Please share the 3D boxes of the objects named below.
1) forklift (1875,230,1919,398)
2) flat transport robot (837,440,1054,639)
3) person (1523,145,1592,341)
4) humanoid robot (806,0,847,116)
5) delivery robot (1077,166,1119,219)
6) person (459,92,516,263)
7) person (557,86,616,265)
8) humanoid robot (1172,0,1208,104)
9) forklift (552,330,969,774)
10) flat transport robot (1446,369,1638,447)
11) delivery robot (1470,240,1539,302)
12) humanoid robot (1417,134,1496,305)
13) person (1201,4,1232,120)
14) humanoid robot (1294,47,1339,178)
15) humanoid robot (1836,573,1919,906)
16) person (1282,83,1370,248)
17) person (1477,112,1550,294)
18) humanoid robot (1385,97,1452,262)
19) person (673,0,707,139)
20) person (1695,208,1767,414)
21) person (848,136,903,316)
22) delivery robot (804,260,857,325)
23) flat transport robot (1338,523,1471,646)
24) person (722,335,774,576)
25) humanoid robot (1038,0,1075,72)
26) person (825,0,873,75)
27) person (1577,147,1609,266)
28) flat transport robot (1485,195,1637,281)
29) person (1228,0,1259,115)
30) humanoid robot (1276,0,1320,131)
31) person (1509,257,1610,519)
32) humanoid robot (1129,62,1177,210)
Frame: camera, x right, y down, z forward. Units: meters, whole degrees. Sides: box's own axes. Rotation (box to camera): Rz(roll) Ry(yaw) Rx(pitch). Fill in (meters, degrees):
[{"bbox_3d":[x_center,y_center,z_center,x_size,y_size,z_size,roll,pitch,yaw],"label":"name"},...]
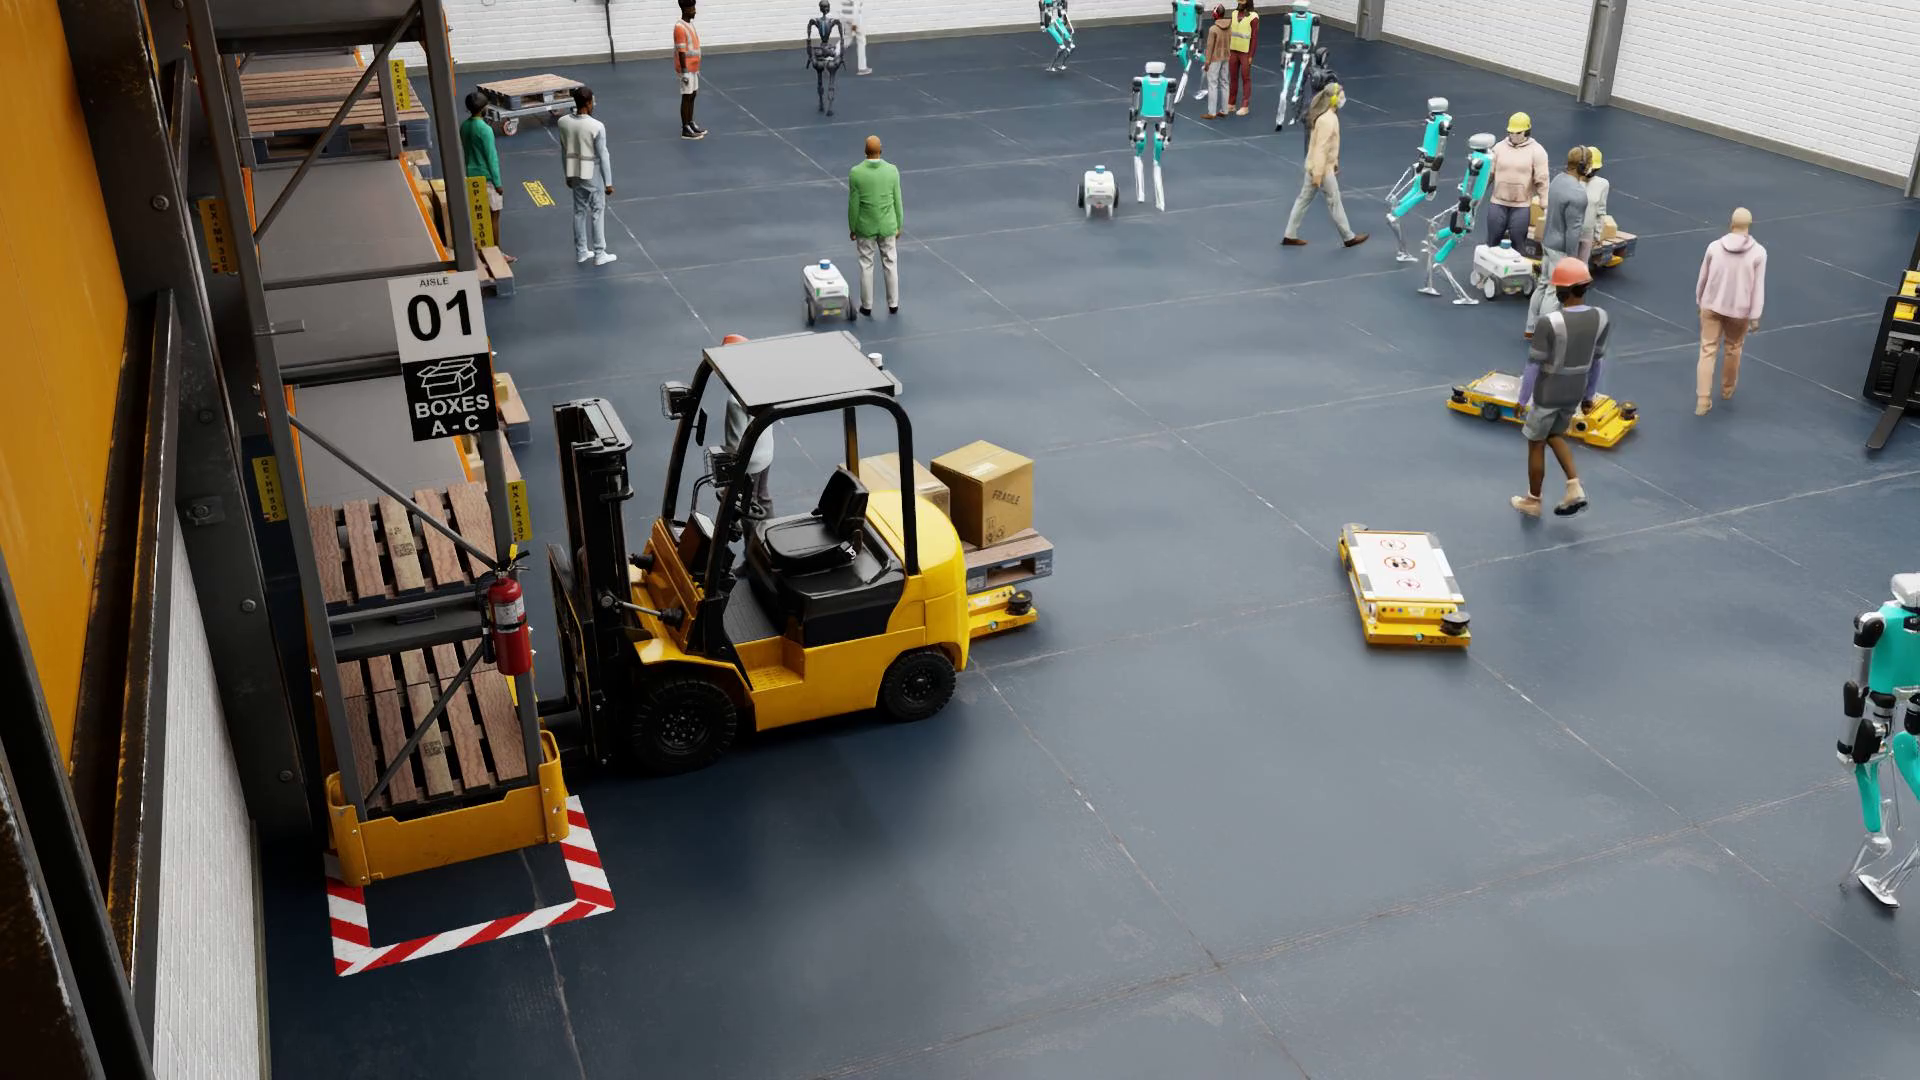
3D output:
[{"bbox_3d":[9.029,-2.397,14.618,1.214,2.155,2.313,18,32,32],"label":"forklift"},{"bbox_3d":[-0.110,0.257,11.476,0.659,0.231,1.431,-13,29,-24],"label":"flat transport robot"},{"bbox_3d":[5.619,-2.727,15.571,0.348,1.930,0.625,0,27,0],"label":"person"},{"bbox_3d":[-1.988,-7.197,24.751,0.614,1.635,0.646,1,27,2],"label":"humanoid robot"},{"bbox_3d":[1.675,-4.218,20.021,0.499,0.560,0.734,1,27,2],"label":"delivery robot"},{"bbox_3d":[-5.161,-3.897,17.990,0.497,1.843,0.404,20,33,34],"label":"person"},{"bbox_3d":[-4.028,-3.923,17.972,0.595,1.908,0.408,11,29,21],"label":"person"},{"bbox_3d":[3.606,-7.566,25.457,0.533,1.768,0.995,19,33,33],"label":"humanoid robot"},{"bbox_3d":[-1.094,0.010,9.831,2.313,2.155,1.214,-10,28,-20],"label":"forklift"},{"bbox_3d":[4.987,-1.142,14.258,1.431,0.231,0.659,20,33,34],"label":"flat transport robot"},{"bbox_3d":[5.633,-2.814,17.259,0.499,0.589,0.784,-5,27,-10],"label":"delivery robot"},{"bbox_3d":[4.929,-3.253,16.868,0.883,1.781,0.547,15,30,28],"label":"humanoid robot"},{"bbox_3d":[3.786,-7.001,24.384,0.466,1.645,0.308,-18,32,-31],"label":"person"},{"bbox_3d":[4.595,-5.494,21.345,0.605,1.643,0.390,19,32,33],"label":"humanoid robot"},{"bbox_3d":[4.678,1.113,8.204,0.537,1.829,0.755,-4,27,-8],"label":"humanoid robot"},{"bbox_3d":[4.129,-4.150,18.499,0.982,1.820,0.570,1,27,3],"label":"person"},{"bbox_3d":[5.688,-3.488,17.157,0.827,1.856,0.430,15,30,27],"label":"person"},{"bbox_3d":[4.924,-3.909,18.126,0.674,1.778,0.530,-1,27,-2],"label":"humanoid robot"},{"bbox_3d":[-3.796,-6.618,23.279,0.373,1.958,0.596,4,27,8],"label":"person"},{"bbox_3d":[6.622,-2.004,14.329,0.546,1.745,0.832,14,30,26],"label":"person"},{"bbox_3d":[-0.838,-3.104,16.476,0.548,1.782,0.383,-5,27,-11],"label":"person"},{"bbox_3d":[-1.339,-2.506,16.631,0.499,0.575,0.766,-7,28,-13],"label":"delivery robot"},{"bbox_3d":[3.025,0.292,11.406,0.659,0.231,1.431,2,27,3],"label":"flat transport robot"},{"bbox_3d":[-1.480,-0.585,11.514,0.352,1.740,0.571,7,28,14],"label":"person"},{"bbox_3d":[1.623,-8.464,27.039,0.533,1.677,0.735,-14,30,-26],"label":"humanoid robot"},{"bbox_3d":[-1.815,-8.540,27.203,0.770,1.863,0.570,-21,33,-35],"label":"person"},{"bbox_3d":[6.022,-2.972,16.249,0.520,1.759,0.358,-4,27,-9],"label":"person"},{"bbox_3d":[6.480,-3.045,18.044,1.431,0.231,0.659,-17,32,-31],"label":"flat transport robot"},{"bbox_3d":[4.181,-7.232,24.702,0.476,1.768,0.371,23,35,38],"label":"person"},{"bbox_3d":[4.776,-6.733,23.827,0.551,1.852,0.838,11,29,21],"label":"humanoid robot"},{"bbox_3d":[4.393,-1.067,12.177,0.612,2.014,0.520,-10,28,-19],"label":"person"},{"bbox_3d":[2.297,-4.926,20.134,0.530,1.765,0.725,1,27,3],"label":"humanoid robot"}]
